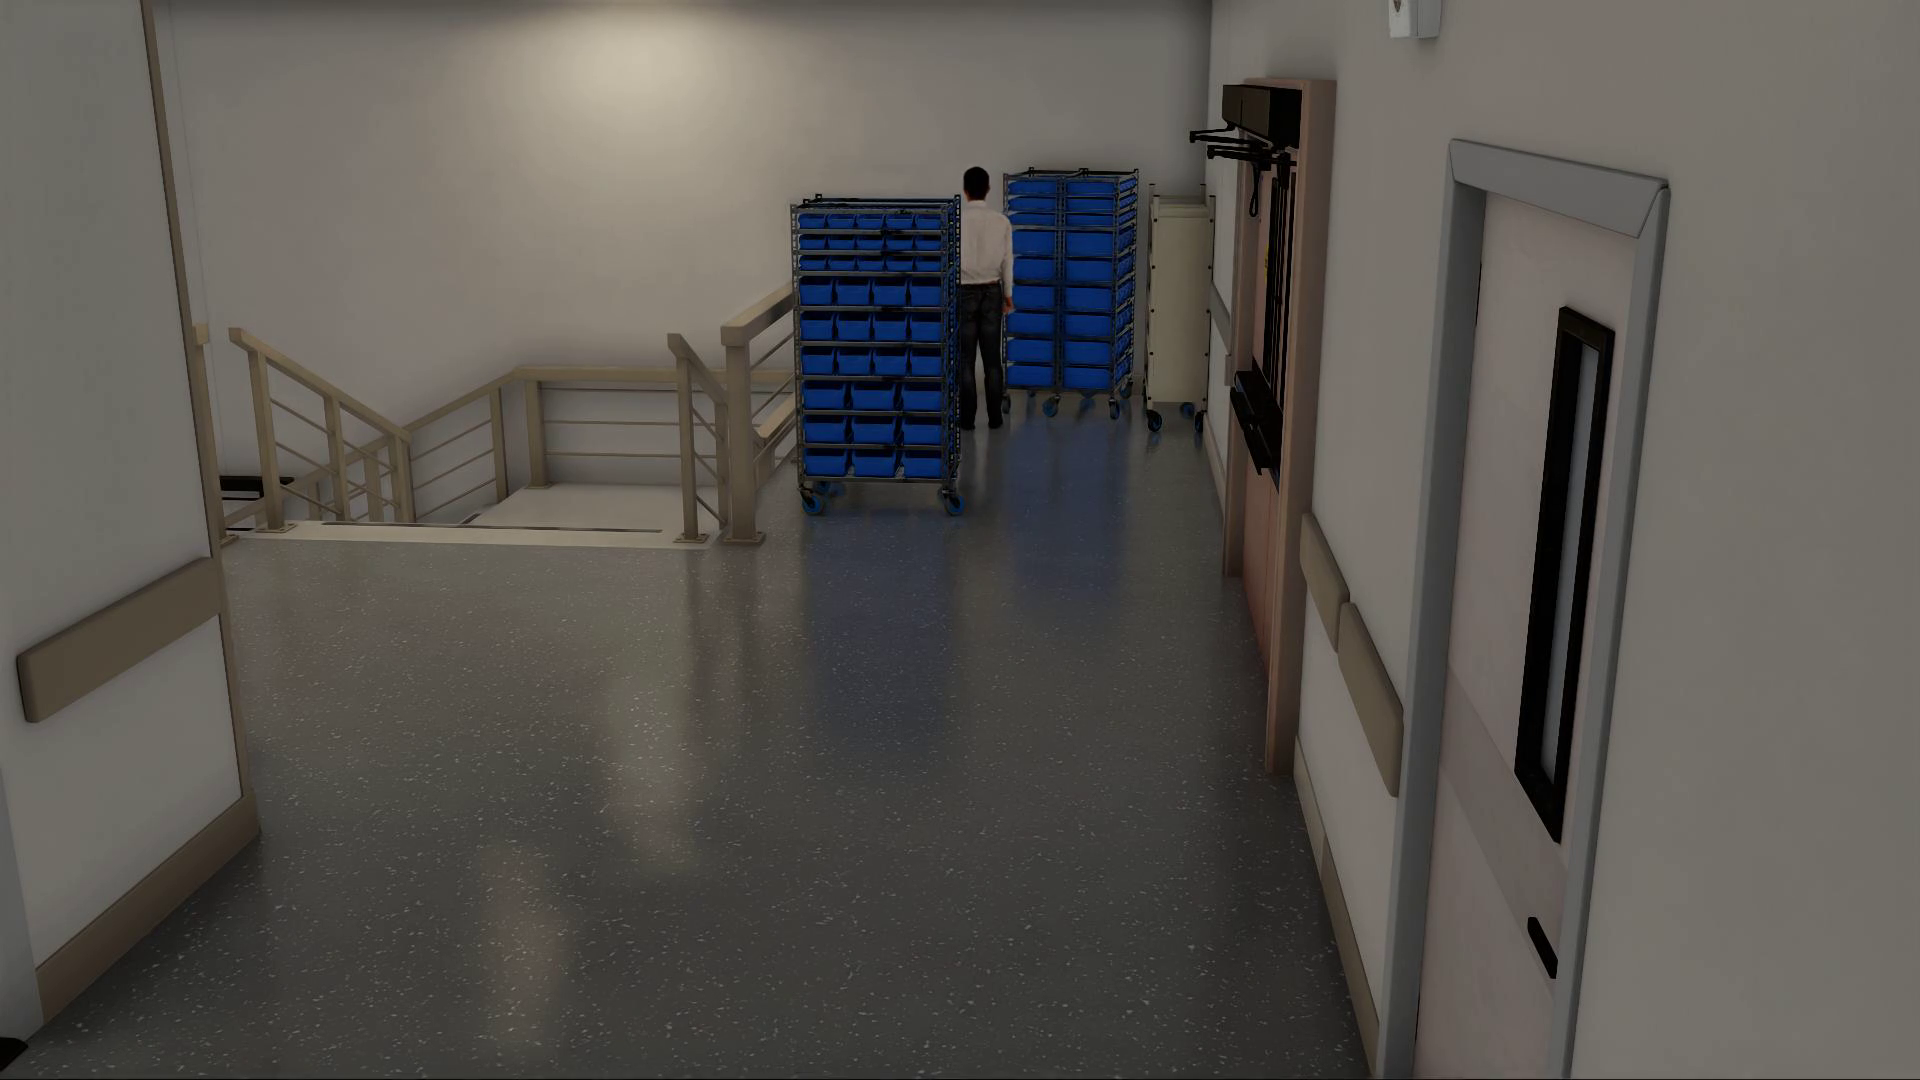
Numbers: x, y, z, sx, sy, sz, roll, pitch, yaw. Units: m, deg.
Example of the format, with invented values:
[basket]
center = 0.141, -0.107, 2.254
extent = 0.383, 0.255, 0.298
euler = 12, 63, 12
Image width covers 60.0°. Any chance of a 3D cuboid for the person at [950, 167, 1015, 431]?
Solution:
[person]
center = 0.120, -1.685, 11.632
extent = 0.720, 1.809, 0.634
euler = -3, 16, -10
